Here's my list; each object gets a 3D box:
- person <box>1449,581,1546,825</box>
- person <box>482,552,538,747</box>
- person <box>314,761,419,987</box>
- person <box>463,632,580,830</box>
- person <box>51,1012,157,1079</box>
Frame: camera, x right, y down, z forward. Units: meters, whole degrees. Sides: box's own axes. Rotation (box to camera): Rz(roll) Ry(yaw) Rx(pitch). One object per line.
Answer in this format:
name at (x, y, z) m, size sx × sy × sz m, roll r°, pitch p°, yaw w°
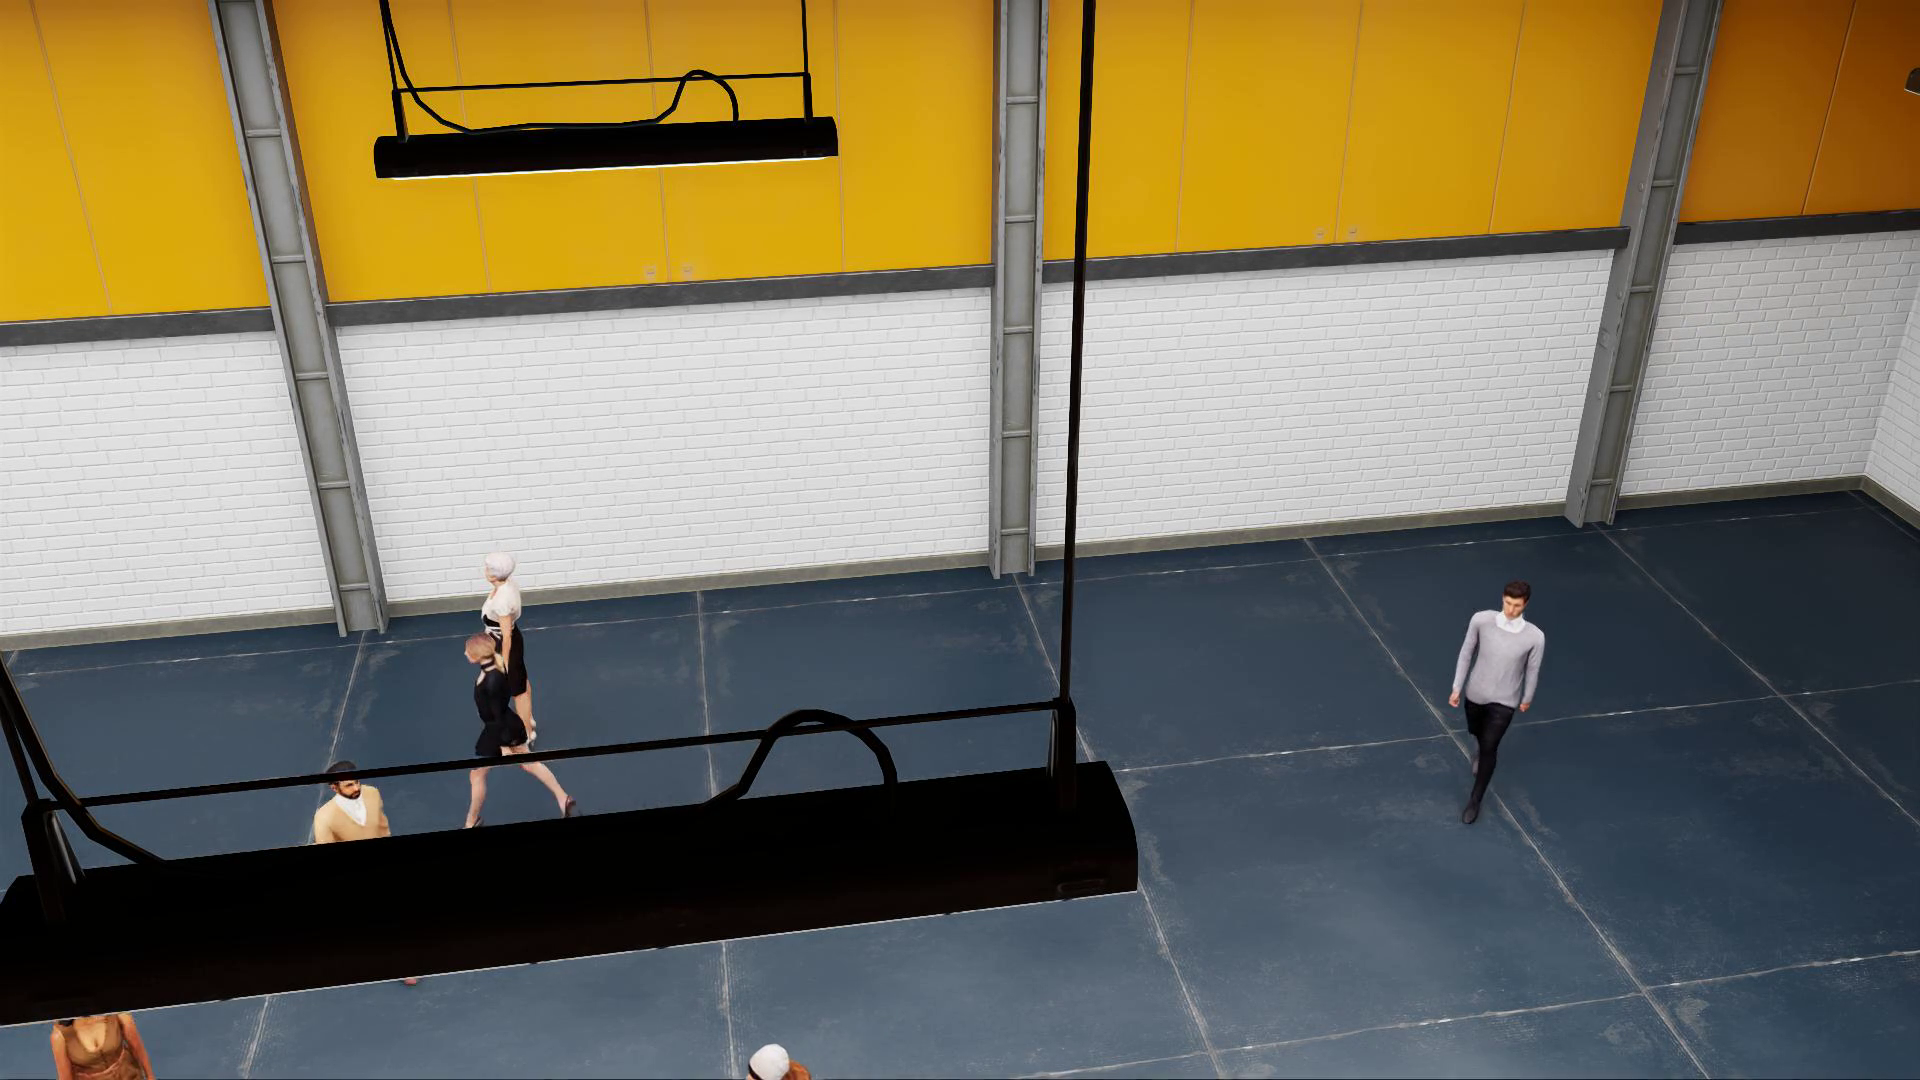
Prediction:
person at (4.040, 1.099, 12.540) m, size 1.226 × 1.919 × 1.292 m, roll 19°, pitch 34°, yaw 31°
person at (-3.544, 0.870, 13.130) m, size 0.523 × 1.756 × 0.620 m, roll -4°, pitch 29°, yaw -7°
person at (-3.937, 2.143, 10.811) m, size 1.051 × 1.741 × 0.989 m, roll 18°, pitch 34°, yaw 30°
person at (-3.257, 1.442, 12.122) m, size 1.141 × 1.717 × 0.619 m, roll -4°, pitch 29°, yaw -7°
person at (-4.774, 3.018, 9.273) m, size 0.699 × 1.679 × 0.774 m, roll -25°, pitch 38°, yaw -38°
